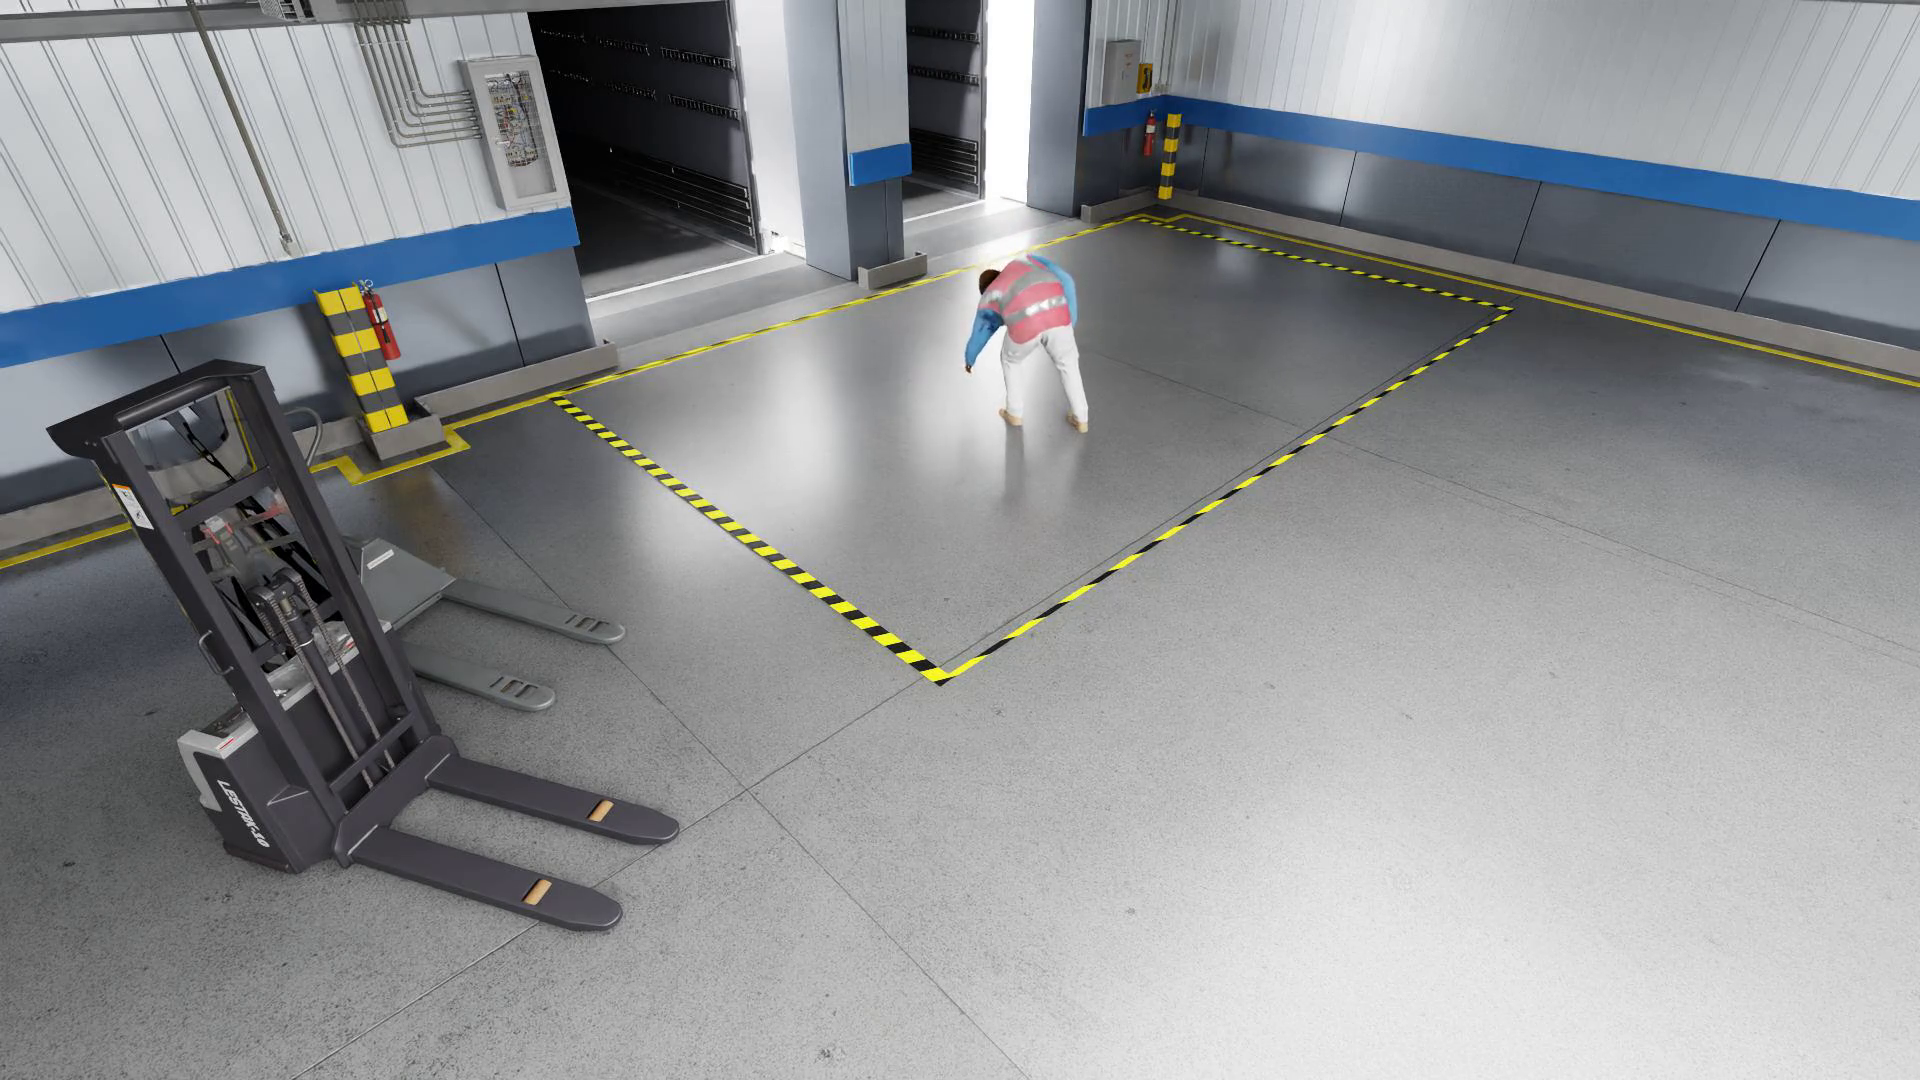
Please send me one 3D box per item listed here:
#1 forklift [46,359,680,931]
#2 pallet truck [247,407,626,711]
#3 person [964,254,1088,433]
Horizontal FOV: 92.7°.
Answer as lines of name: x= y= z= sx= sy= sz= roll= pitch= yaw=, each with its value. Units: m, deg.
forklift: x=-2.135 y=0.422 z=3.354 sx=1.885 sy=1.965 sz=0.823 roll=10 pitch=35 yaw=14
pallet truck: x=-2.628 y=0.038 z=4.590 sx=1.601 sy=1.201 sz=0.680 roll=12 pitch=36 yaw=18
person: x=0.499 y=-1.469 z=6.832 sx=0.997 sy=1.258 sz=0.843 roll=3 pitch=34 yaw=5
